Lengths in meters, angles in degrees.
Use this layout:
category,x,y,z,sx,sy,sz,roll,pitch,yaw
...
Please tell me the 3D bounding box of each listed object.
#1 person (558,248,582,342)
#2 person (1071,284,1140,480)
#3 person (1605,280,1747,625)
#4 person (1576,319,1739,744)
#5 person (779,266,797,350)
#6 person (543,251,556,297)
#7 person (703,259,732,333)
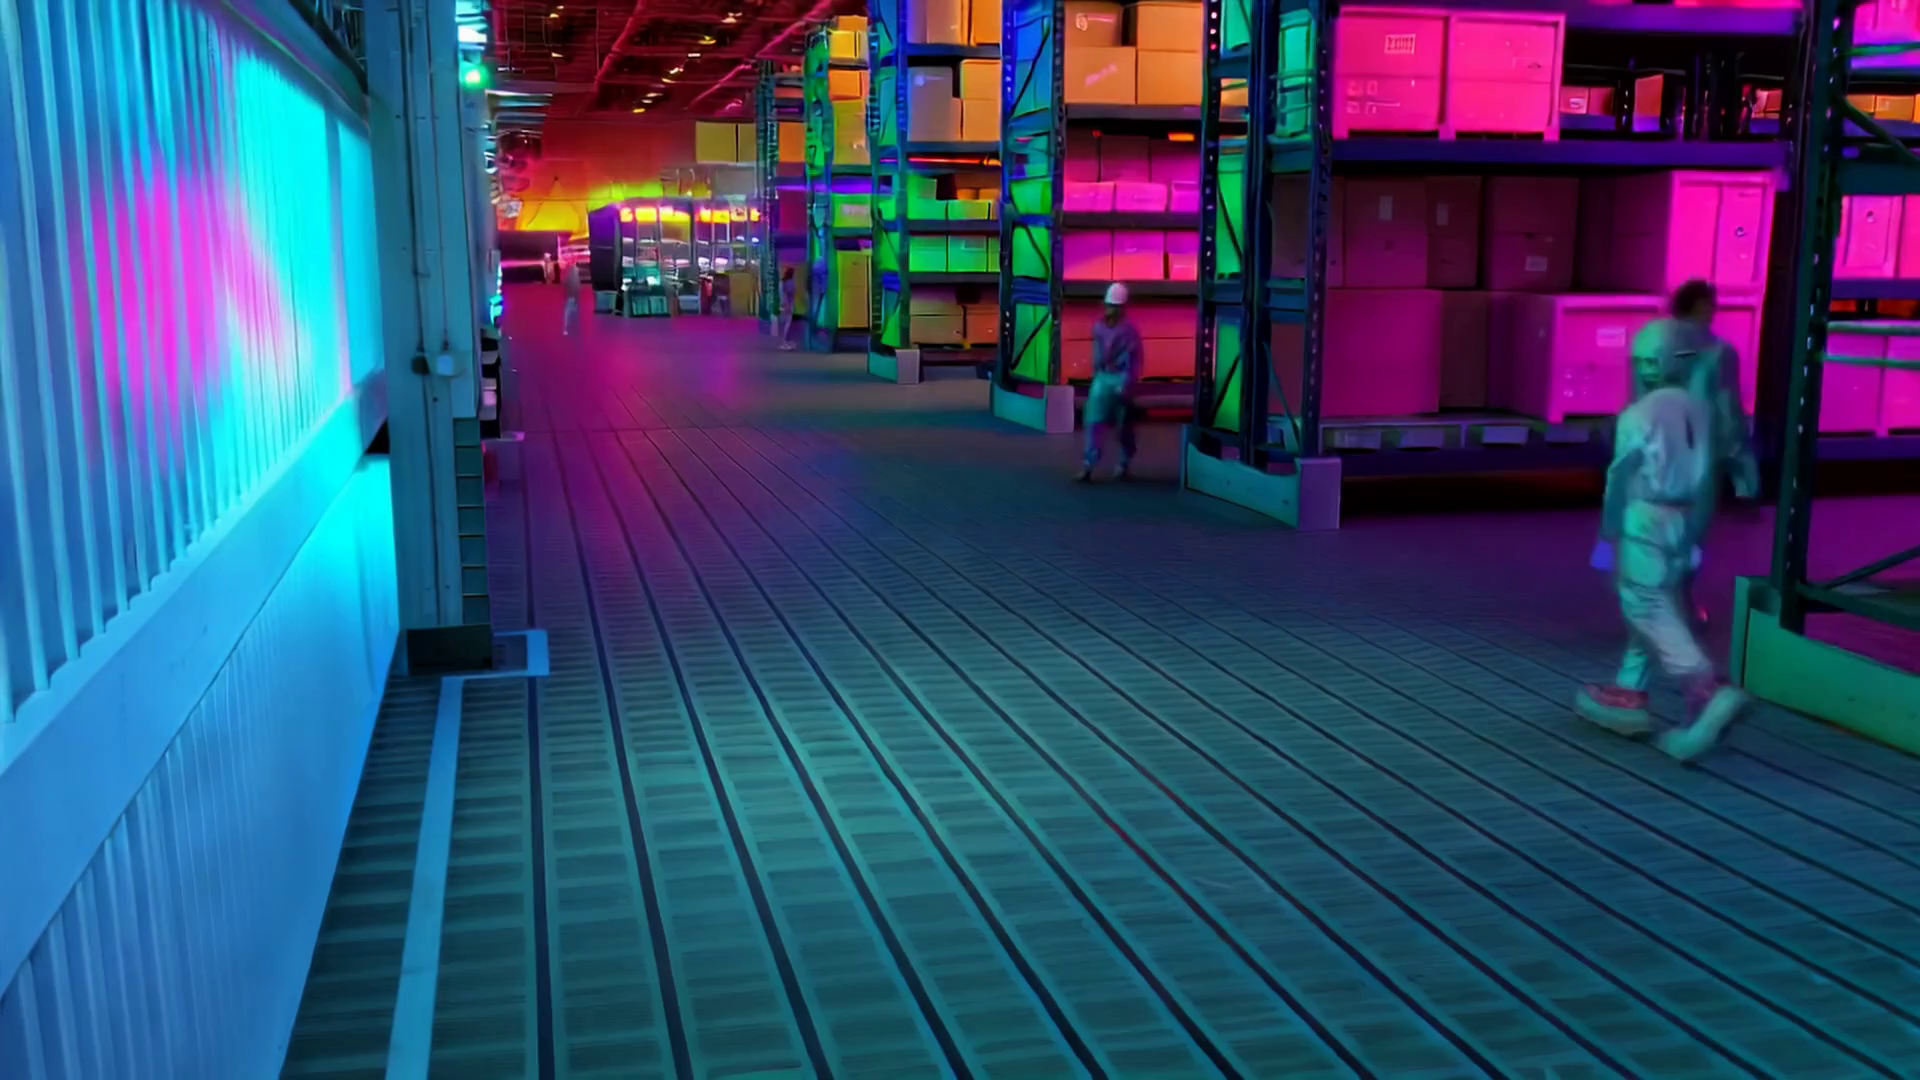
category,x,y,z,sx,sy,sz,roll,pitch,yaw
person,-8.274,-5.180,35.209,0.623,1.992,0.397,7,12,33
person,1.261,-1.331,14.250,0.530,1.695,0.812,7,12,35
person,3.728,-0.425,8.714,0.993,1.860,0.639,-5,11,-27
person,2.931,-0.046,6.888,0.558,1.730,0.760,-7,12,-36
person,-3.394,-4.550,32.658,0.313,1.636,0.517,-4,11,-23
person,-16.374,-10.573,66.216,0.373,1.833,0.563,4,11,20
person,-5.671,-5.667,38.743,0.648,1.705,0.889,1,10,4
